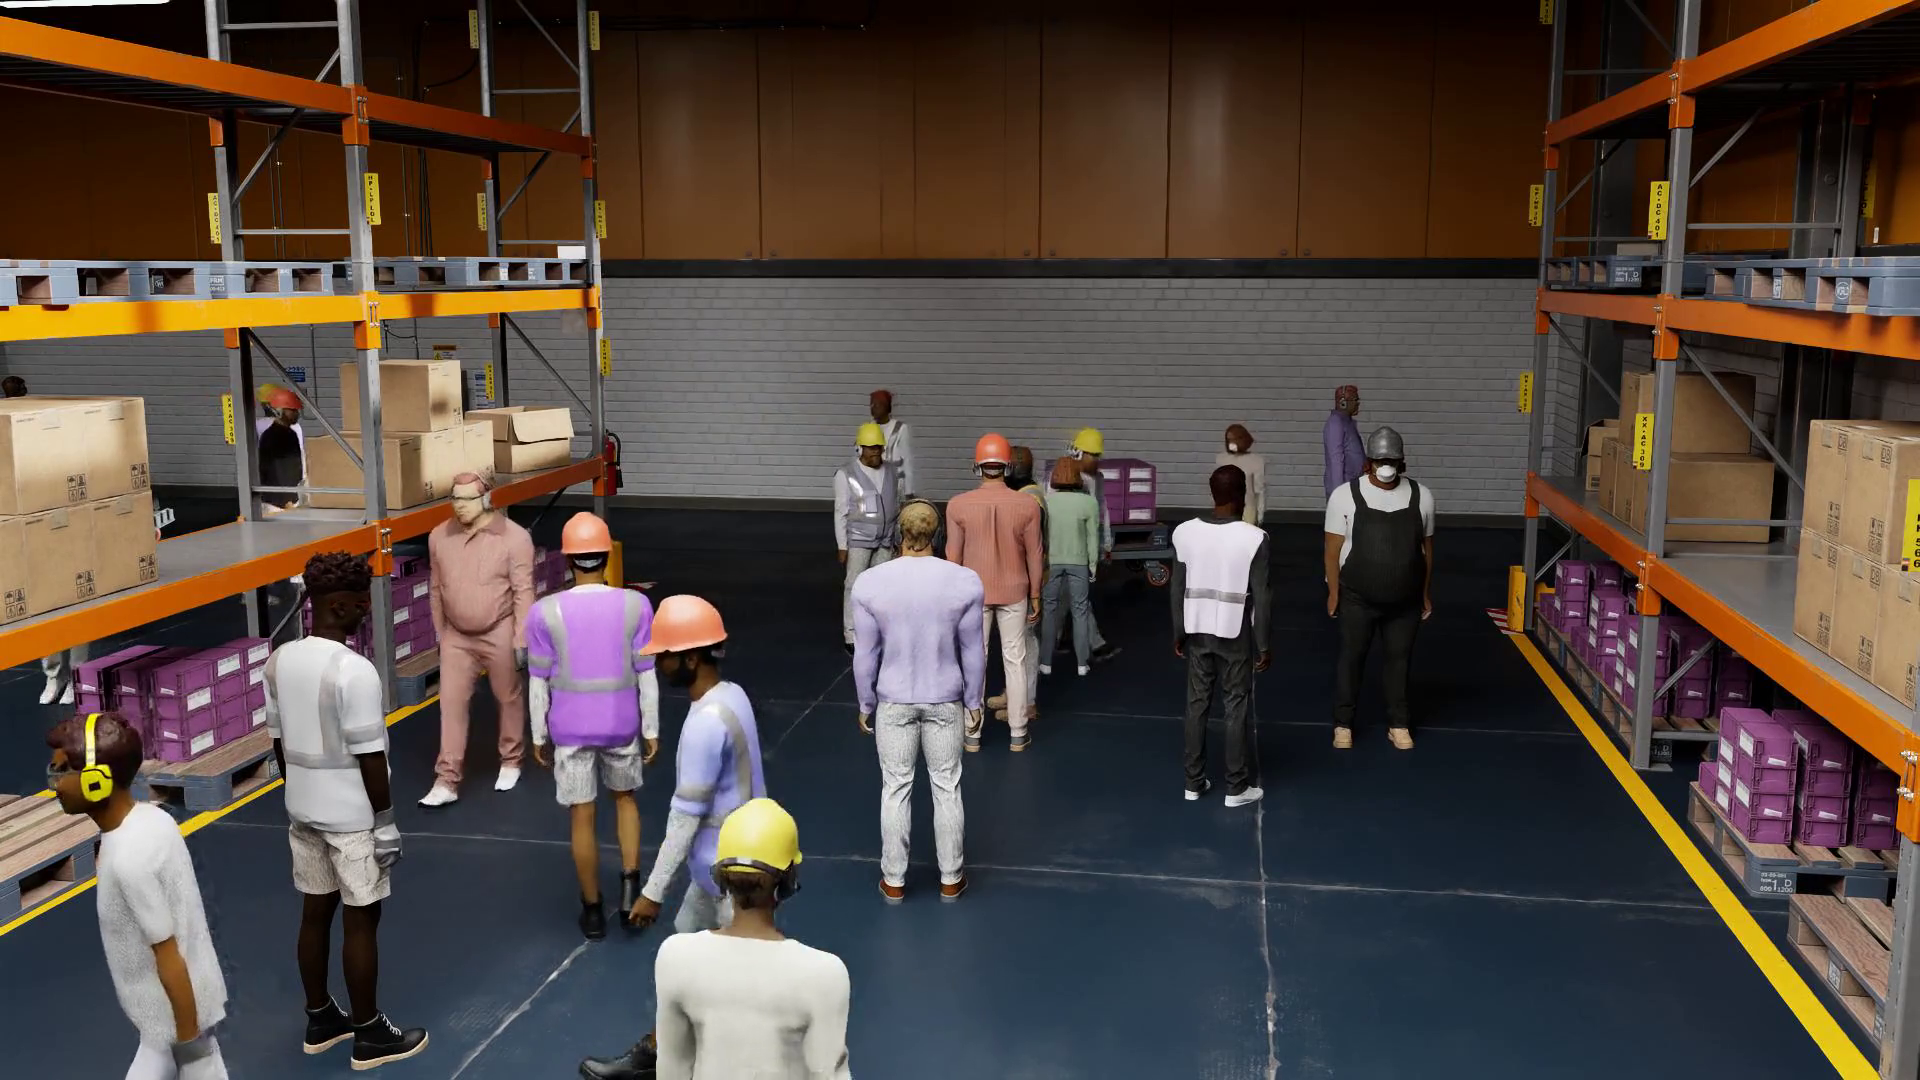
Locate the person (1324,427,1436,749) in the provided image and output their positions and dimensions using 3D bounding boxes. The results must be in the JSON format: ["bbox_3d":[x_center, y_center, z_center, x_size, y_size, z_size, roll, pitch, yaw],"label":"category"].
[{"bbox_3d":[2.630,0.305,10.368,0.690,2.000,0.538,0,9,1],"label":"person"}]

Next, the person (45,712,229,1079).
[{"bbox_3d":[-2.194,1.344,4.680,0.942,1.820,0.540,-4,10,-21],"label":"person"}]

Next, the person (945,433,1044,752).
[{"bbox_3d":[0.214,0.332,10.335,0.612,1.997,0.375,0,9,0],"label":"person"}]

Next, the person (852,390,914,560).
[{"bbox_3d":[-0.790,-0.503,15.941,0.585,1.848,0.833,8,12,41],"label":"person"}]

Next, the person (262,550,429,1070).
[{"bbox_3d":[-2.330,1.009,6.275,0.604,1.959,0.379,6,11,33],"label":"person"}]

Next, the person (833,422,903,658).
[{"bbox_3d":[-0.695,-0.006,12.923,0.601,1.830,0.403,-7,11,-36],"label":"person"}]

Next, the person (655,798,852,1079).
[{"bbox_3d":[-0.521,1.492,4.051,0.531,1.717,0.904,2,9,13],"label":"person"}]

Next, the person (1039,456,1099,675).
[{"bbox_3d":[0.781,0.195,12.337,0.497,1.626,0.288,1,9,7],"label":"person"}]

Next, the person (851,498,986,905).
[{"bbox_3d":[-0.192,0.765,7.849,0.630,1.940,0.372,0,9,-2],"label":"person"}]

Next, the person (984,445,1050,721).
[{"bbox_3d":[0.380,0.286,11.132,0.429,1.839,0.651,-1,9,-7],"label":"person"}]

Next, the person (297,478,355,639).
[{"bbox_3d":[-5.116,0.034,13.437,0.528,1.586,0.875,1,9,8],"label":"person"}]

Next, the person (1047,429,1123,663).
[{"bbox_3d":[0.982,0.043,12.773,0.916,1.779,0.603,8,12,41],"label":"person"}]

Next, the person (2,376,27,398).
[{"bbox_3d":[-10.335,-0.875,18.244,0.516,1.843,0.327,4,10,25],"label":"person"}]

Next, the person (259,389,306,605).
[{"bbox_3d":[-5.956,-0.369,14.837,1.026,1.936,0.622,1,9,5],"label":"person"}]

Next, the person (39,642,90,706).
[{"bbox_3d":[-6.137,0.206,11.397,0.618,1.897,0.475,-2,9,-10],"label":"person"}]

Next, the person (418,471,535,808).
[{"bbox_3d":[-2.713,0.561,9.299,0.668,1.865,0.919,1,9,8],"label":"person"}]

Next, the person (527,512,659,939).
[{"bbox_3d":[-1.645,0.833,7.482,0.562,1.920,0.427,-3,10,-19],"label":"person"}]

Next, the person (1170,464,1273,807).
[{"bbox_3d":[1.457,0.536,9.326,0.596,1.915,0.370,6,11,33],"label":"person"}]

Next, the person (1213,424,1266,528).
[{"bbox_3d":[2.512,-0.246,15.045,0.525,1.611,0.352,6,11,32],"label":"person"}]

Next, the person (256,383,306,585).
[{"bbox_3d":[-6.504,-0.526,15.831,0.585,1.930,0.362,0,9,-2],"label":"person"}]

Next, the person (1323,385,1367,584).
[{"bbox_3d":[3.671,-0.525,15.898,0.409,1.909,0.640,3,10,18],"label":"person"}]

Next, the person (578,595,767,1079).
[{"bbox_3d":[-0.924,1.128,5.789,0.977,1.880,0.552,-1,9,-3],"label":"person"}]
